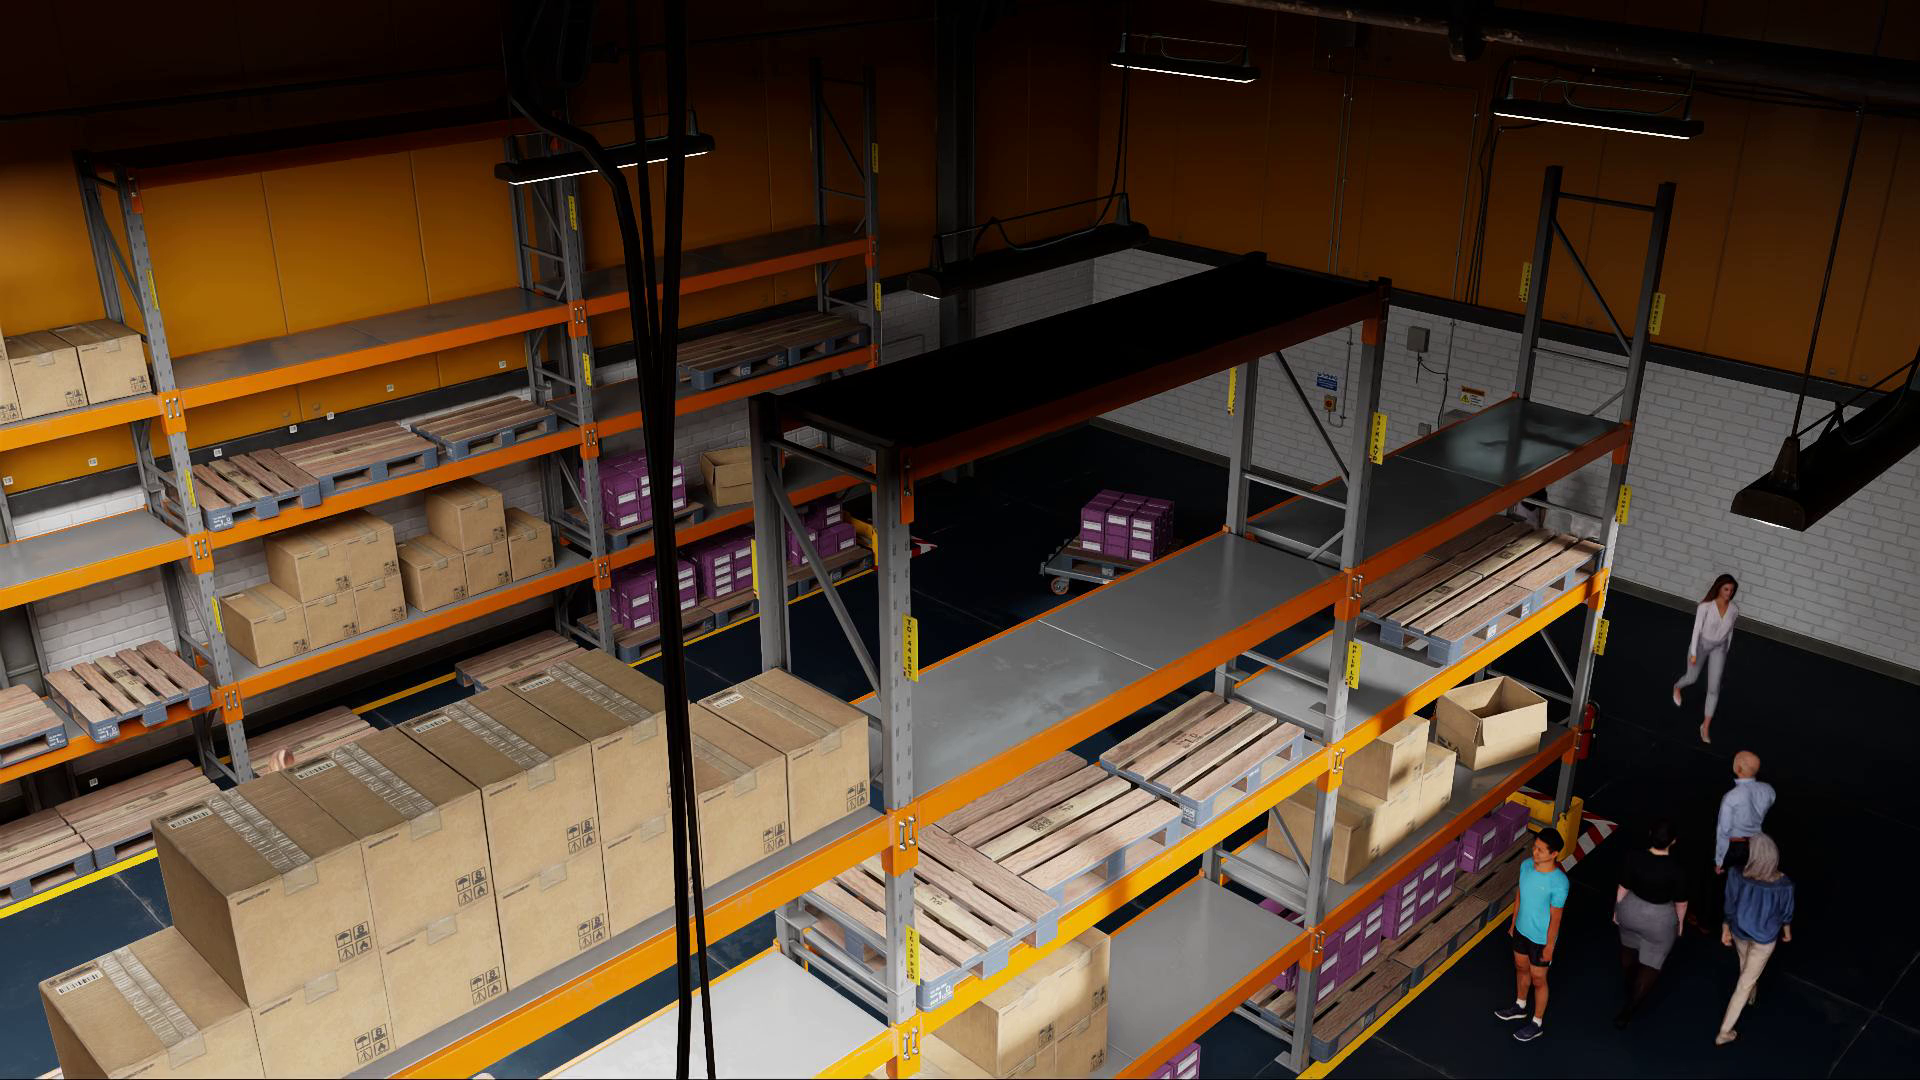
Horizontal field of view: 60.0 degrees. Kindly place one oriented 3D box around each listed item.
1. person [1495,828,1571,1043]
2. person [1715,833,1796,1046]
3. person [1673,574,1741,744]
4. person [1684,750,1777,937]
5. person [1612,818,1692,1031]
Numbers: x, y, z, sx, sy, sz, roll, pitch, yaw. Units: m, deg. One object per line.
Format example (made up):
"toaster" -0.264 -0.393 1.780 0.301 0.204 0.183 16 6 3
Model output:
"person" 4.328 2.931 12.455 0.647 1.773 0.675 -10 25 -21
"person" 5.886 3.015 12.425 0.721 1.643 1.166 19 30 37
"person" 7.441 1.113 16.660 1.020 1.735 1.128 2 24 5
"person" 6.287 2.539 13.356 1.121 1.769 1.052 -6 24 -13
"person" 5.154 2.918 12.534 0.783 1.733 1.134 16 28 32
